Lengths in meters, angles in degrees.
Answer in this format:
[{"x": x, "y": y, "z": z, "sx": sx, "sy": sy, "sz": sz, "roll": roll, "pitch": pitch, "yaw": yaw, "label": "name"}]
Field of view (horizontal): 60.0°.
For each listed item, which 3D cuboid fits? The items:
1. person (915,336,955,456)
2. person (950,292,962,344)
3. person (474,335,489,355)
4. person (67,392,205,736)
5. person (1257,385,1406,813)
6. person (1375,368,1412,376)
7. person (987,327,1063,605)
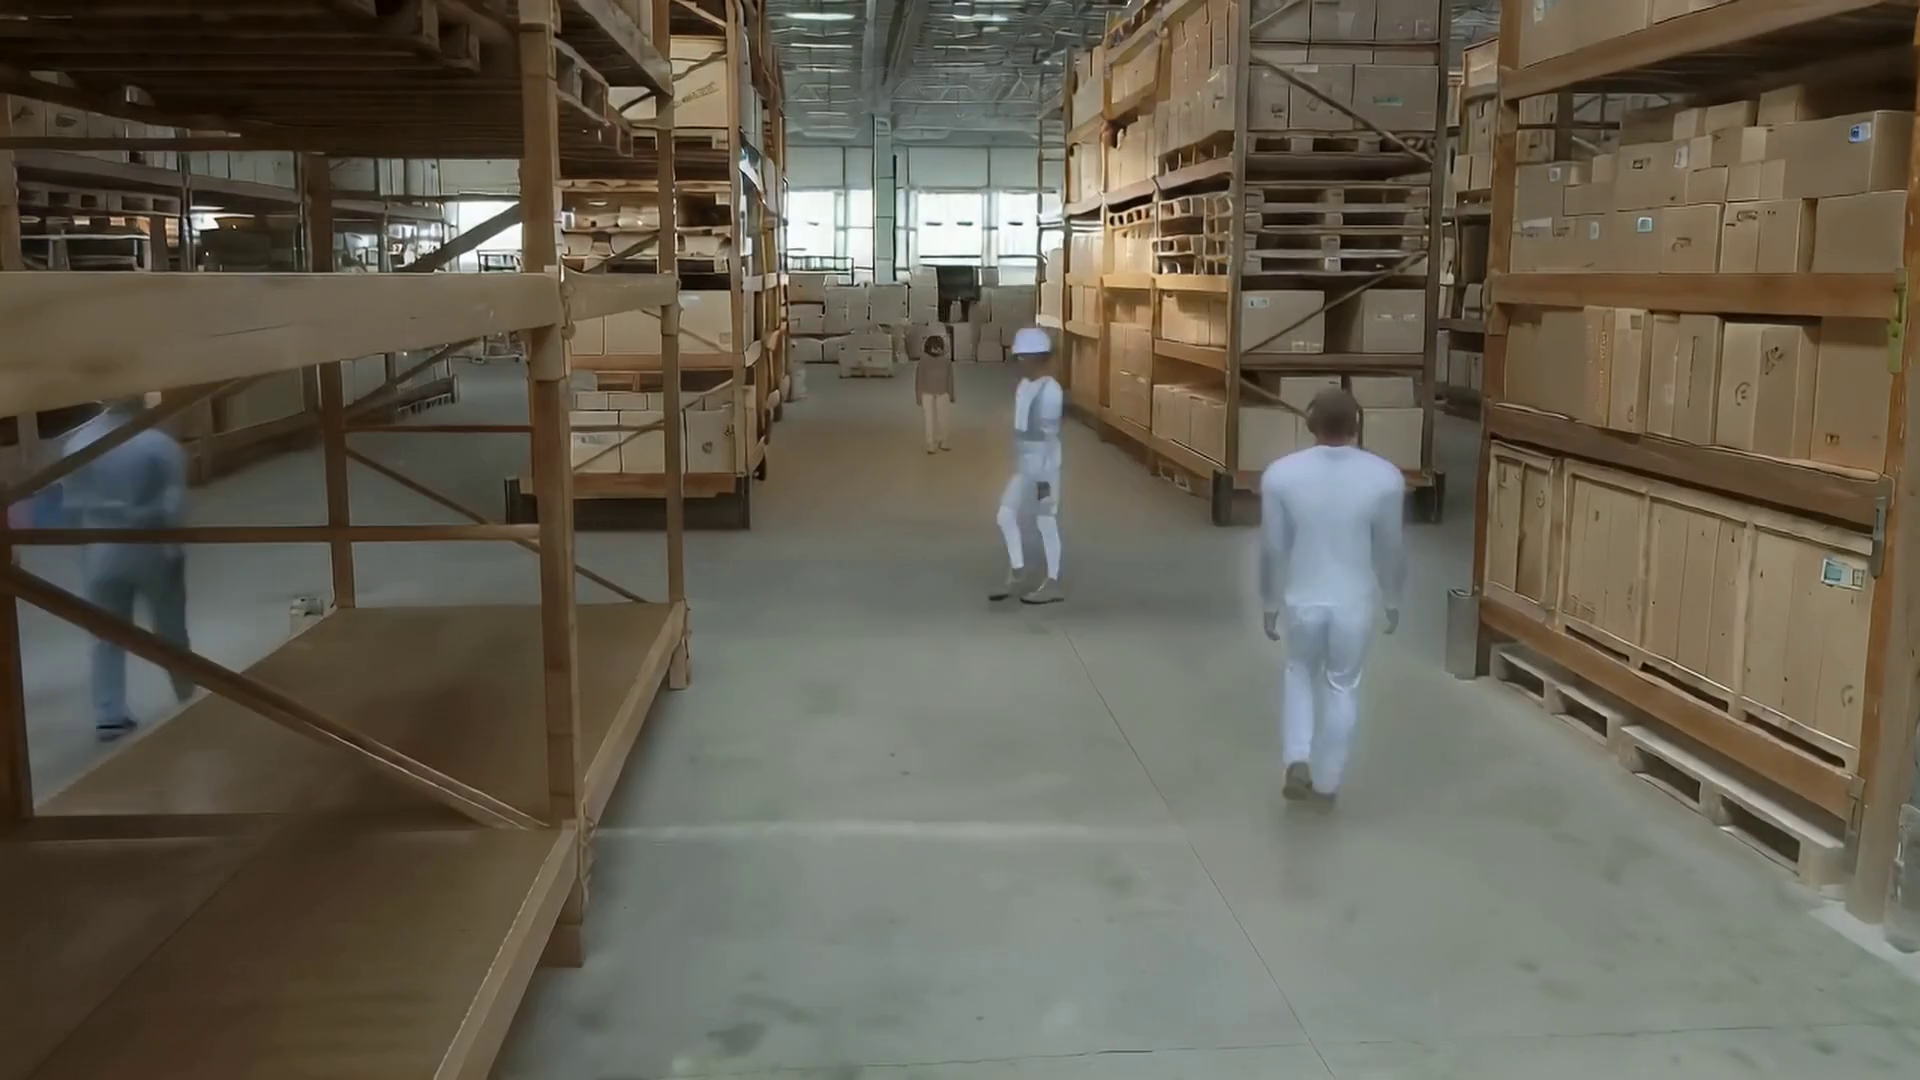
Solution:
[{"x": -0.332, "y": -1.939, "z": 22.351, "sx": 0.551, "sy": 1.598, "sz": 0.515, "roll": -3, "pitch": 10, "yaw": -18, "label": "person"}, {"x": -0.166, "y": -6.535, "z": 50.155, "sx": 0.620, "sy": 1.926, "sz": 0.644, "roll": 1, "pitch": 9, "yaw": 4, "label": "person"}, {"x": -14.390, "y": -6.474, "z": 50.020, "sx": 0.517, "sy": 1.843, "sz": 0.326, "roll": 2, "pitch": 9, "yaw": 12, "label": "person"}, {"x": -4.399, "y": 0.067, "z": 8.904, "sx": 0.655, "sy": 1.855, "sz": 0.962, "roll": -1, "pitch": 9, "yaw": -3, "label": "person"}, {"x": 1.658, "y": 0.266, "z": 7.448, "sx": 0.636, "sy": 1.921, "sz": 0.432, "roll": 2, "pitch": 9, "yaw": 13, "label": "person"}, {"x": 6.718, "y": -2.618, "z": 25.905, "sx": 0.645, "sy": 1.818, "sz": 0.725, "roll": -1, "pitch": 9, "yaw": -5, "label": "person"}, {"x": 0.456, "y": -0.516, "z": 12.036, "sx": 0.689, "sy": 2.023, "sz": 0.632, "roll": -4, "pitch": 10, "yaw": -23, "label": "person"}]
